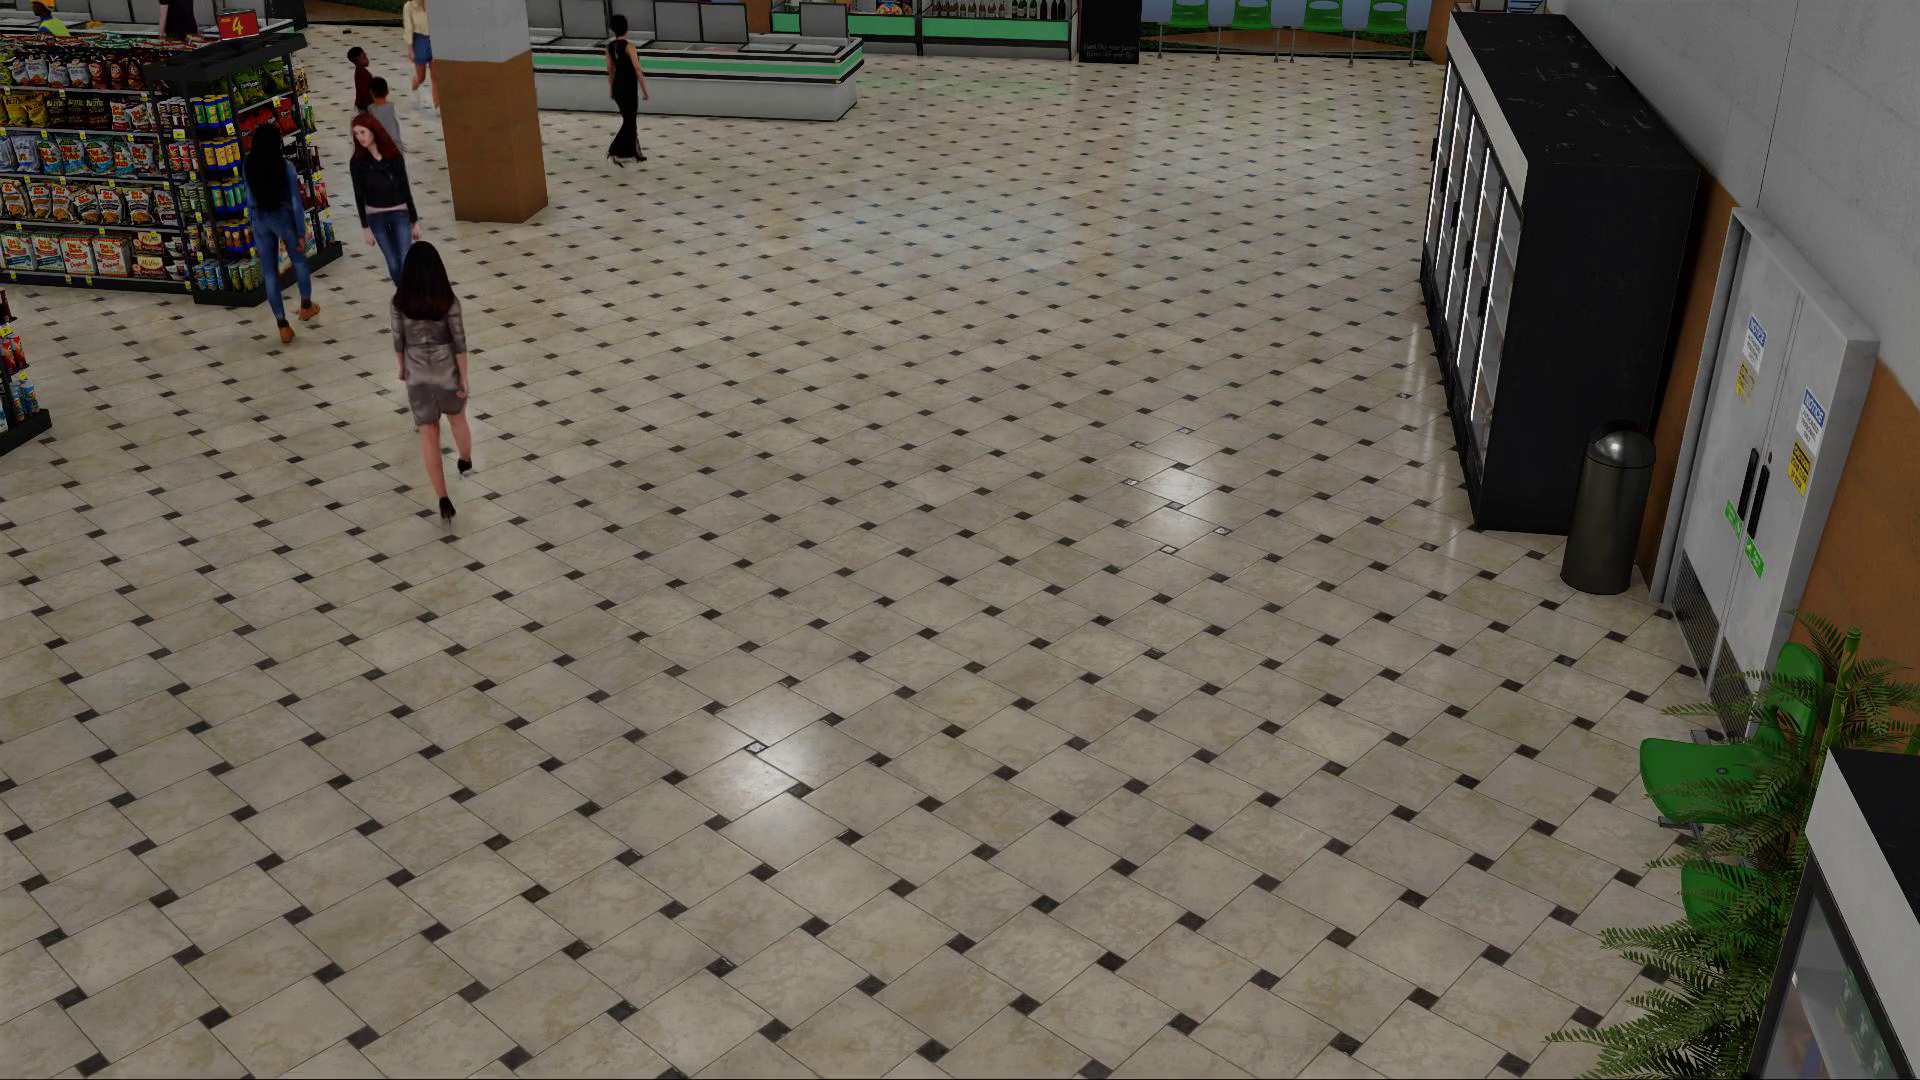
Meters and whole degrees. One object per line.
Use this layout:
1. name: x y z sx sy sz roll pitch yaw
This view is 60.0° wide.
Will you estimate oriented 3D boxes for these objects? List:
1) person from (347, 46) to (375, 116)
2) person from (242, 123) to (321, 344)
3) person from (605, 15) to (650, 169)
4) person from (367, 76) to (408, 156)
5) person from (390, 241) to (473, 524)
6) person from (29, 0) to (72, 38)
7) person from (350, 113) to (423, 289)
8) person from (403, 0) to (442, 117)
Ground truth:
1. person: -6.534 -4.774 18.263 0.620 1.255 0.583 -12 29 -22
2. person: -5.377 -2.377 13.062 1.008 1.685 0.898 -4 27 -9
3. person: -3.671 -4.833 18.036 0.880 1.565 0.891 20 33 34
4. person: -5.547 -3.799 16.138 0.923 1.438 0.932 -13 30 -25
5. person: -3.225 -0.920 10.178 1.106 1.694 0.931 -5 27 -9
6. person: -9.874 -5.092 18.273 0.693 1.813 0.729 -4 27 -7
7. person: -4.555 -2.504 13.253 1.234 1.738 1.028 -8 28 -15
8. person: -6.555 -6.006 20.302 1.003 1.609 1.115 -22 34 -36
